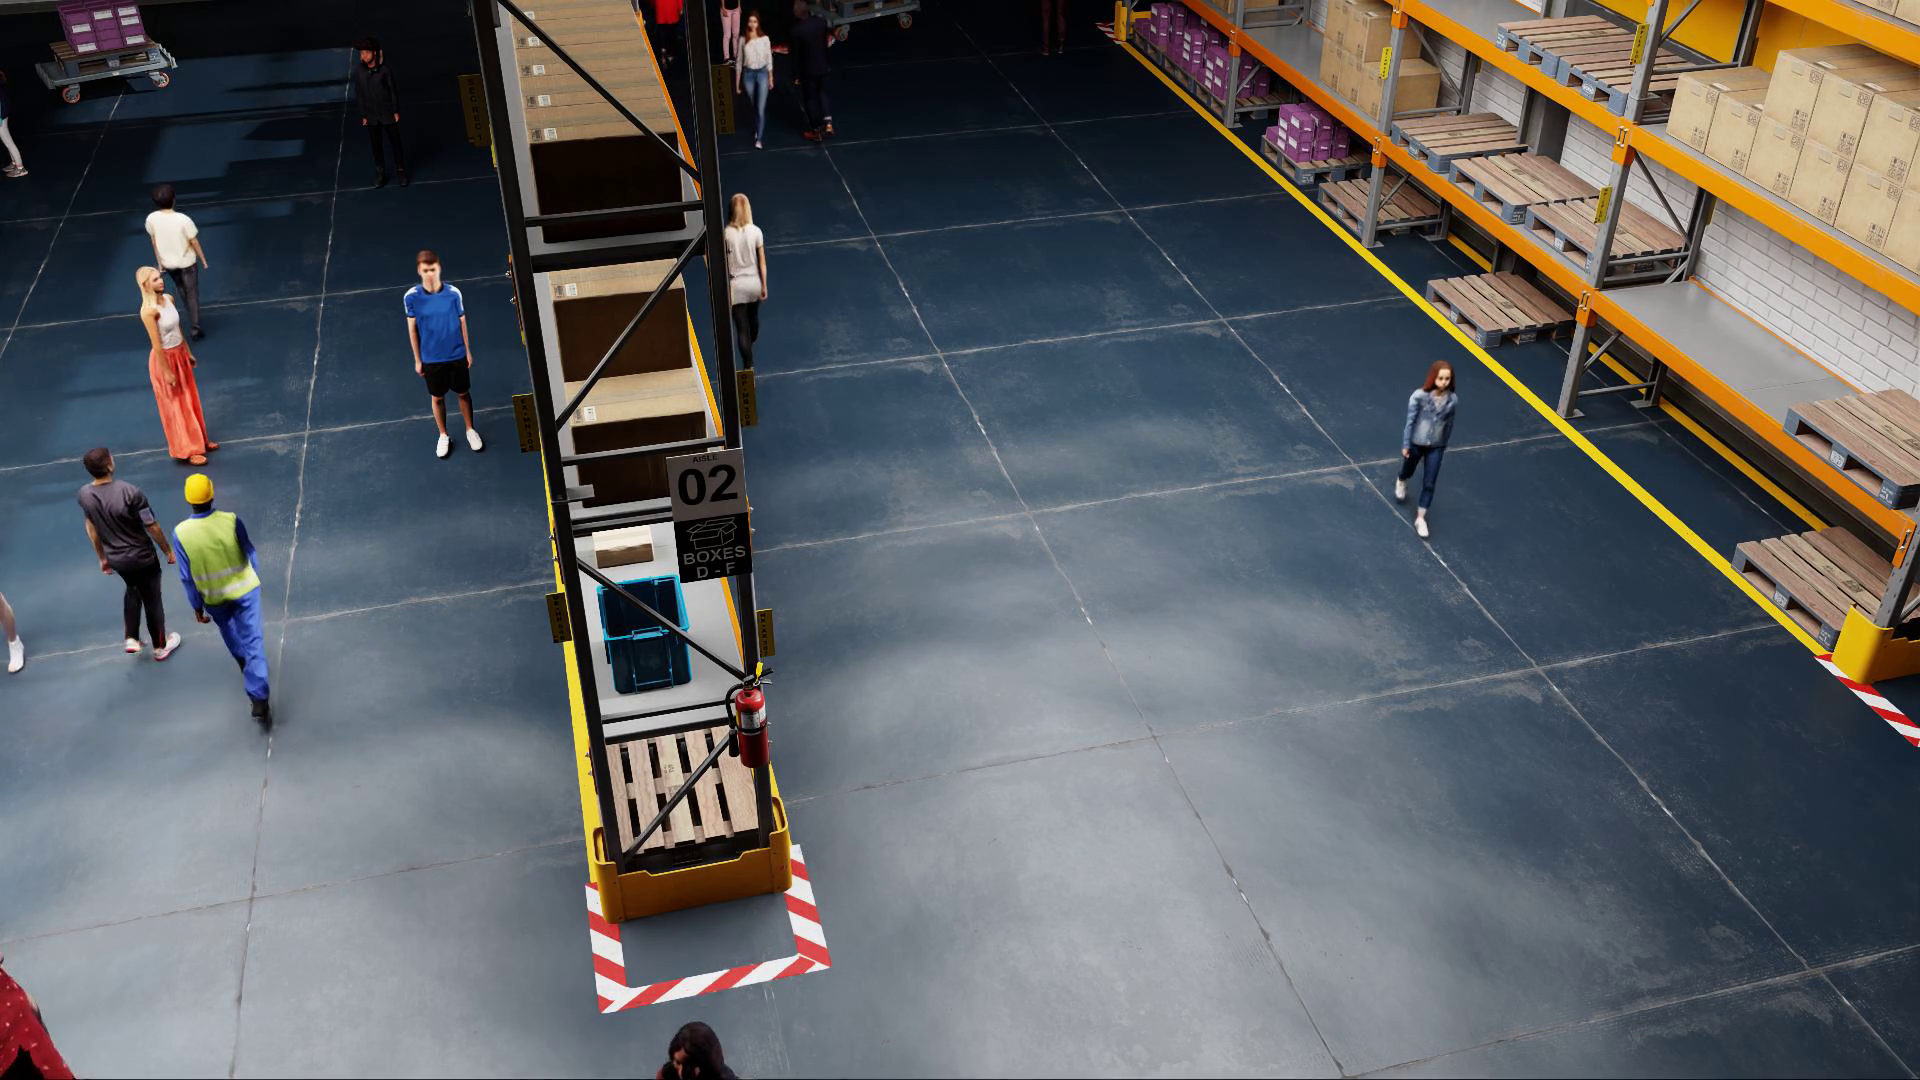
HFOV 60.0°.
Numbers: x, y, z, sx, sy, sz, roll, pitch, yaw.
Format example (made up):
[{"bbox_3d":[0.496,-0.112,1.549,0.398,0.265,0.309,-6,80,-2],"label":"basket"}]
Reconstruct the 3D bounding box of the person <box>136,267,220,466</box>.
[{"bbox_3d":[-6.785,-1.513,14.303,0.762,1.802,0.634,2,34,4],"label":"person"}]

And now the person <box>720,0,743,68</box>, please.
[{"bbox_3d":[-3.262,-7.499,23.524,0.639,1.563,0.594,26,41,33],"label":"person"}]

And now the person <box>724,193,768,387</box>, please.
[{"bbox_3d":[-2.012,-2.287,15.493,0.591,1.772,1.136,-9,35,-13],"label":"person"}]

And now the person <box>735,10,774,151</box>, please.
[{"bbox_3d":[-2.556,-5.788,20.852,0.846,1.672,1.226,2,34,3],"label":"person"}]

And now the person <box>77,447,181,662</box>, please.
[{"bbox_3d":[-5.933,0.162,11.828,0.767,1.753,0.805,4,34,6],"label":"person"}]

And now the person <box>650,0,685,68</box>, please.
[{"bbox_3d":[-4.101,-7.434,23.279,0.790,1.726,0.943,-3,34,-4],"label":"person"}]

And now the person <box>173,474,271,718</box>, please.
[{"bbox_3d":[-5.024,0.409,11.433,0.760,1.778,1.236,-13,36,-18],"label":"person"}]

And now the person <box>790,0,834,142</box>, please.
[{"bbox_3d":[-1.835,-5.856,20.840,0.925,1.798,0.949,-20,38,-27],"label":"person"}]

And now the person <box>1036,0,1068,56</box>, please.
[{"bbox_3d":[1.351,-7.942,23.918,0.680,1.866,0.591,-10,35,-14],"label":"person"}]

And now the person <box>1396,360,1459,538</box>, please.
[{"bbox_3d":[3.772,-0.814,13.566,0.763,1.453,1.039,2,34,3],"label":"person"}]

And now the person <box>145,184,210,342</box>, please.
[{"bbox_3d":[-7.648,-2.671,16.250,0.685,1.575,0.760,-1,34,-1],"label":"person"}]

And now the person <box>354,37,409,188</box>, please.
[{"bbox_3d":[-6.868,-5.080,19.691,0.650,1.779,0.614,-4,34,-6],"label":"person"}]

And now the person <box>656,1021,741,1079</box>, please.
[{"bbox_3d":[-1.147,2.841,7.854,1.085,1.689,1.272,12,35,17],"label":"person"}]

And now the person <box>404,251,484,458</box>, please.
[{"bbox_3d":[-4.481,-1.628,14.419,0.665,1.864,0.598,-12,36,-18],"label":"person"}]

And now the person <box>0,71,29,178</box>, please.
[{"bbox_3d":[-11.588,-5.131,20.020,0.721,1.499,0.624,-22,39,-29],"label":"person"}]

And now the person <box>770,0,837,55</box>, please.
[{"bbox_3d":[-2.271,-7.824,23.825,1.100,1.771,1.257,4,34,6],"label":"person"}]
